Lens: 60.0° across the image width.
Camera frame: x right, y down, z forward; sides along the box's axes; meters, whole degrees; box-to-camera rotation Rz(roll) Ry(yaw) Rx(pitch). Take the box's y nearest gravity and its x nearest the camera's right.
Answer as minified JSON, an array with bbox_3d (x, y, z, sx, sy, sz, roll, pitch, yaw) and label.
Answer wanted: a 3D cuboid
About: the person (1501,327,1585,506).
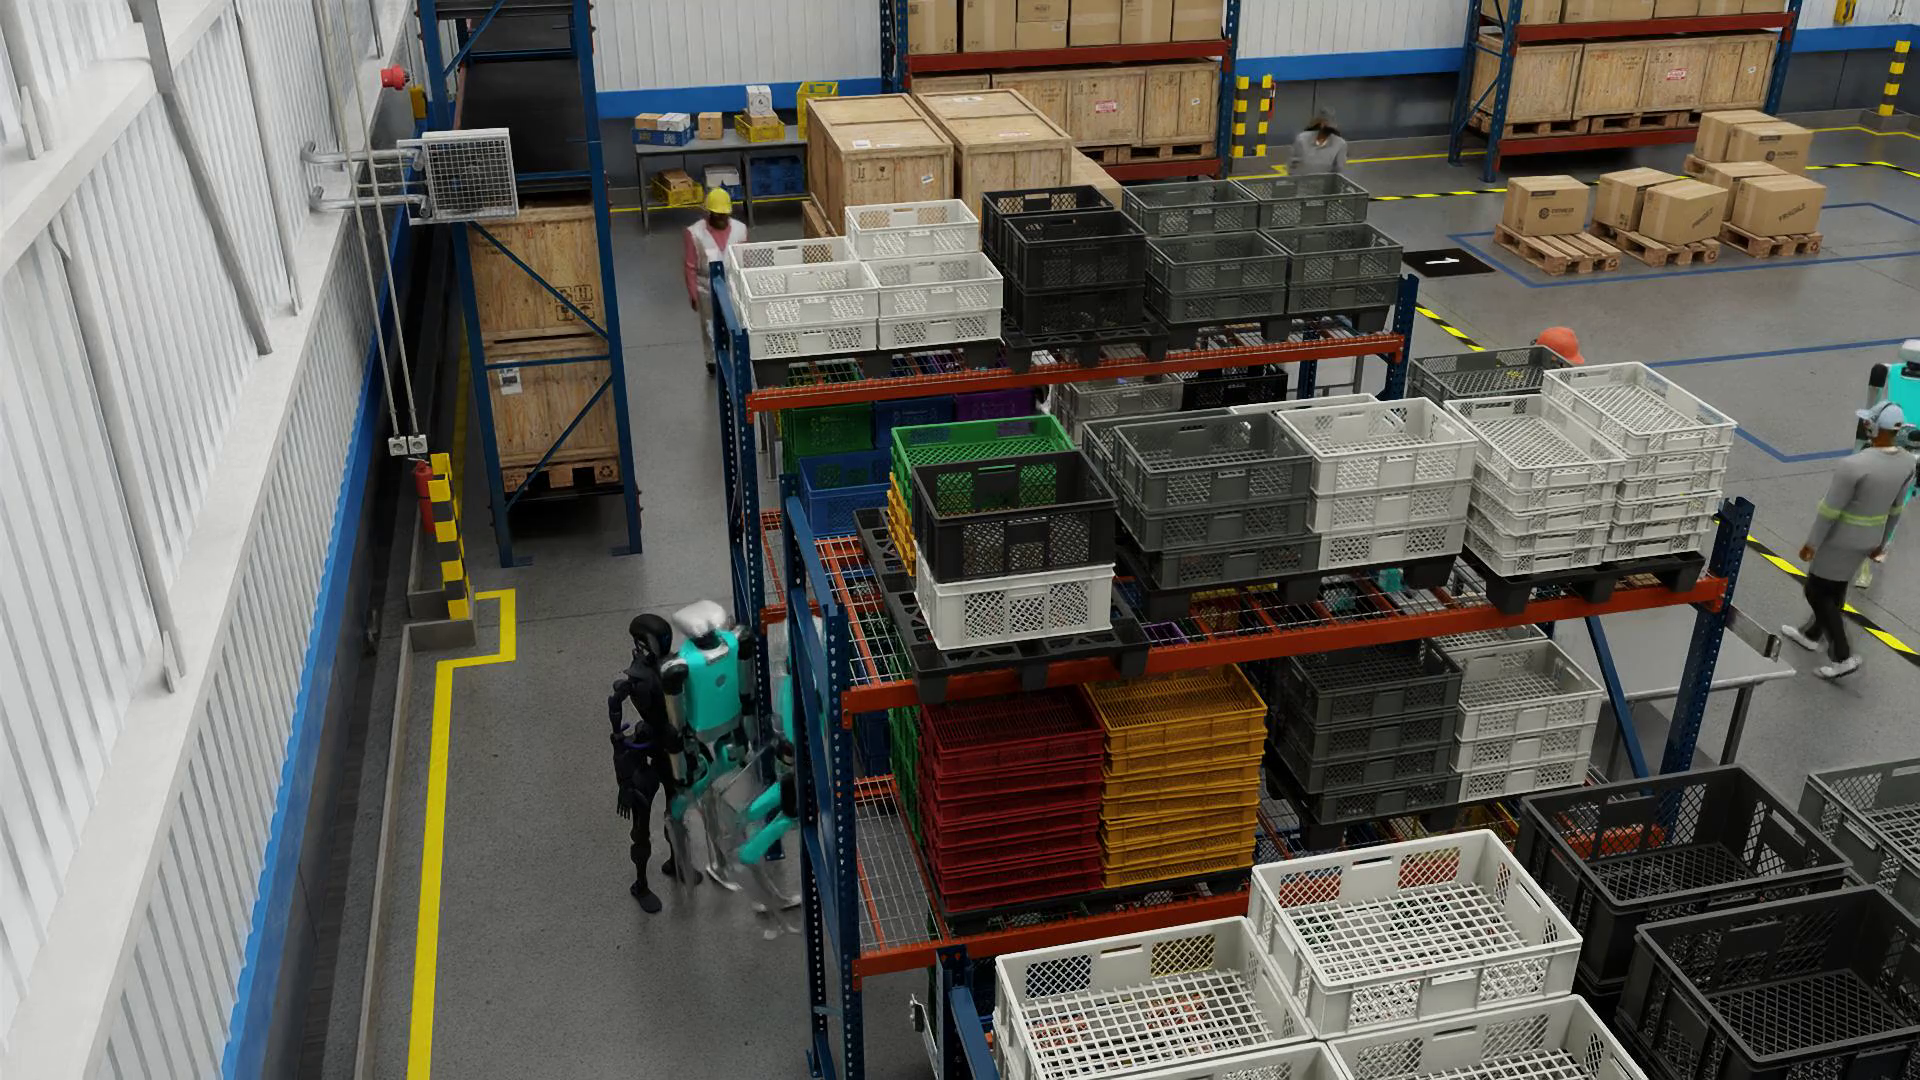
[{"bbox_3d":[3.787,-0.454,11.022,0.407,2.035,0.607,17,32,29],"label":"person"}]

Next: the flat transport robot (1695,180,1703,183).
[{"bbox_3d":[9.414,-4.200,19.986,1.431,0.197,0.652,-6,28,-12],"label":"flat transport robot"}]

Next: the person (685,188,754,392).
[{"bbox_3d":[-2.092,-2.189,14.576,0.597,1.787,0.895,-8,29,-15],"label":"person"}]

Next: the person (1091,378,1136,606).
[{"bbox_3d":[0.959,-0.115,10.465,0.382,1.948,0.601,-10,29,-18],"label":"person"}]

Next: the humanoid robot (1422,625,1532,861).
[{"bbox_3d":[2.814,1.120,8.483,0.793,1.623,0.610,6,28,12],"label":"humanoid robot"}]

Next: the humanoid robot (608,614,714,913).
[{"bbox_3d":[-1.523,1.100,8.431,0.315,1.659,0.599,22,35,36],"label":"humanoid robot"}]

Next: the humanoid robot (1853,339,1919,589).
[{"bbox_3d":[6.316,-0.452,11.298,0.547,1.702,0.994,15,31,27],"label":"humanoid robot"}]

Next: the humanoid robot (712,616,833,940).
[{"bbox_3d":[-0.967,1.204,8.178,0.745,1.773,0.538,-5,28,-10],"label":"humanoid robot"}]

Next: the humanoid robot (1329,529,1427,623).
[{"bbox_3d":[2.504,0.125,10.291,0.546,1.825,0.878,-9,29,-16],"label":"humanoid robot"}]

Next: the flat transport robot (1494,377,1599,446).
[{"bbox_3d":[4.780,-1.036,14.013,0.659,0.231,1.431,-6,28,-12],"label":"flat transport robot"}]

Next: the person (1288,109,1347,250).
[{"bbox_3d":[3.735,-3.696,17.492,0.584,1.709,0.699,4,28,7],"label":"person"}]

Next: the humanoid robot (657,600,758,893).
[{"bbox_3d":[-1.357,1.064,8.481,0.551,1.822,0.709,-24,36,-38],"label":"humanoid robot"}]

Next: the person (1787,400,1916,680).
[{"bbox_3d":[5.572,-0.005,10.390,0.597,1.858,0.538,-12,30,-21],"label":"person"}]

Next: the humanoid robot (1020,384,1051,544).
[{"bbox_3d":[0.496,-0.358,11.210,0.333,1.656,0.585,-12,30,-22],"label":"humanoid robot"}]

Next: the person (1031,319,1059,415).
[{"bbox_3d":[0.579,-1.262,12.711,0.356,1.882,0.573,4,28,7],"label":"person"}]

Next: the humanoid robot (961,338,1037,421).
[{"bbox_3d":[0.301,-0.505,11.321,0.530,1.692,0.736,-4,28,-8],"label":"humanoid robot"}]
